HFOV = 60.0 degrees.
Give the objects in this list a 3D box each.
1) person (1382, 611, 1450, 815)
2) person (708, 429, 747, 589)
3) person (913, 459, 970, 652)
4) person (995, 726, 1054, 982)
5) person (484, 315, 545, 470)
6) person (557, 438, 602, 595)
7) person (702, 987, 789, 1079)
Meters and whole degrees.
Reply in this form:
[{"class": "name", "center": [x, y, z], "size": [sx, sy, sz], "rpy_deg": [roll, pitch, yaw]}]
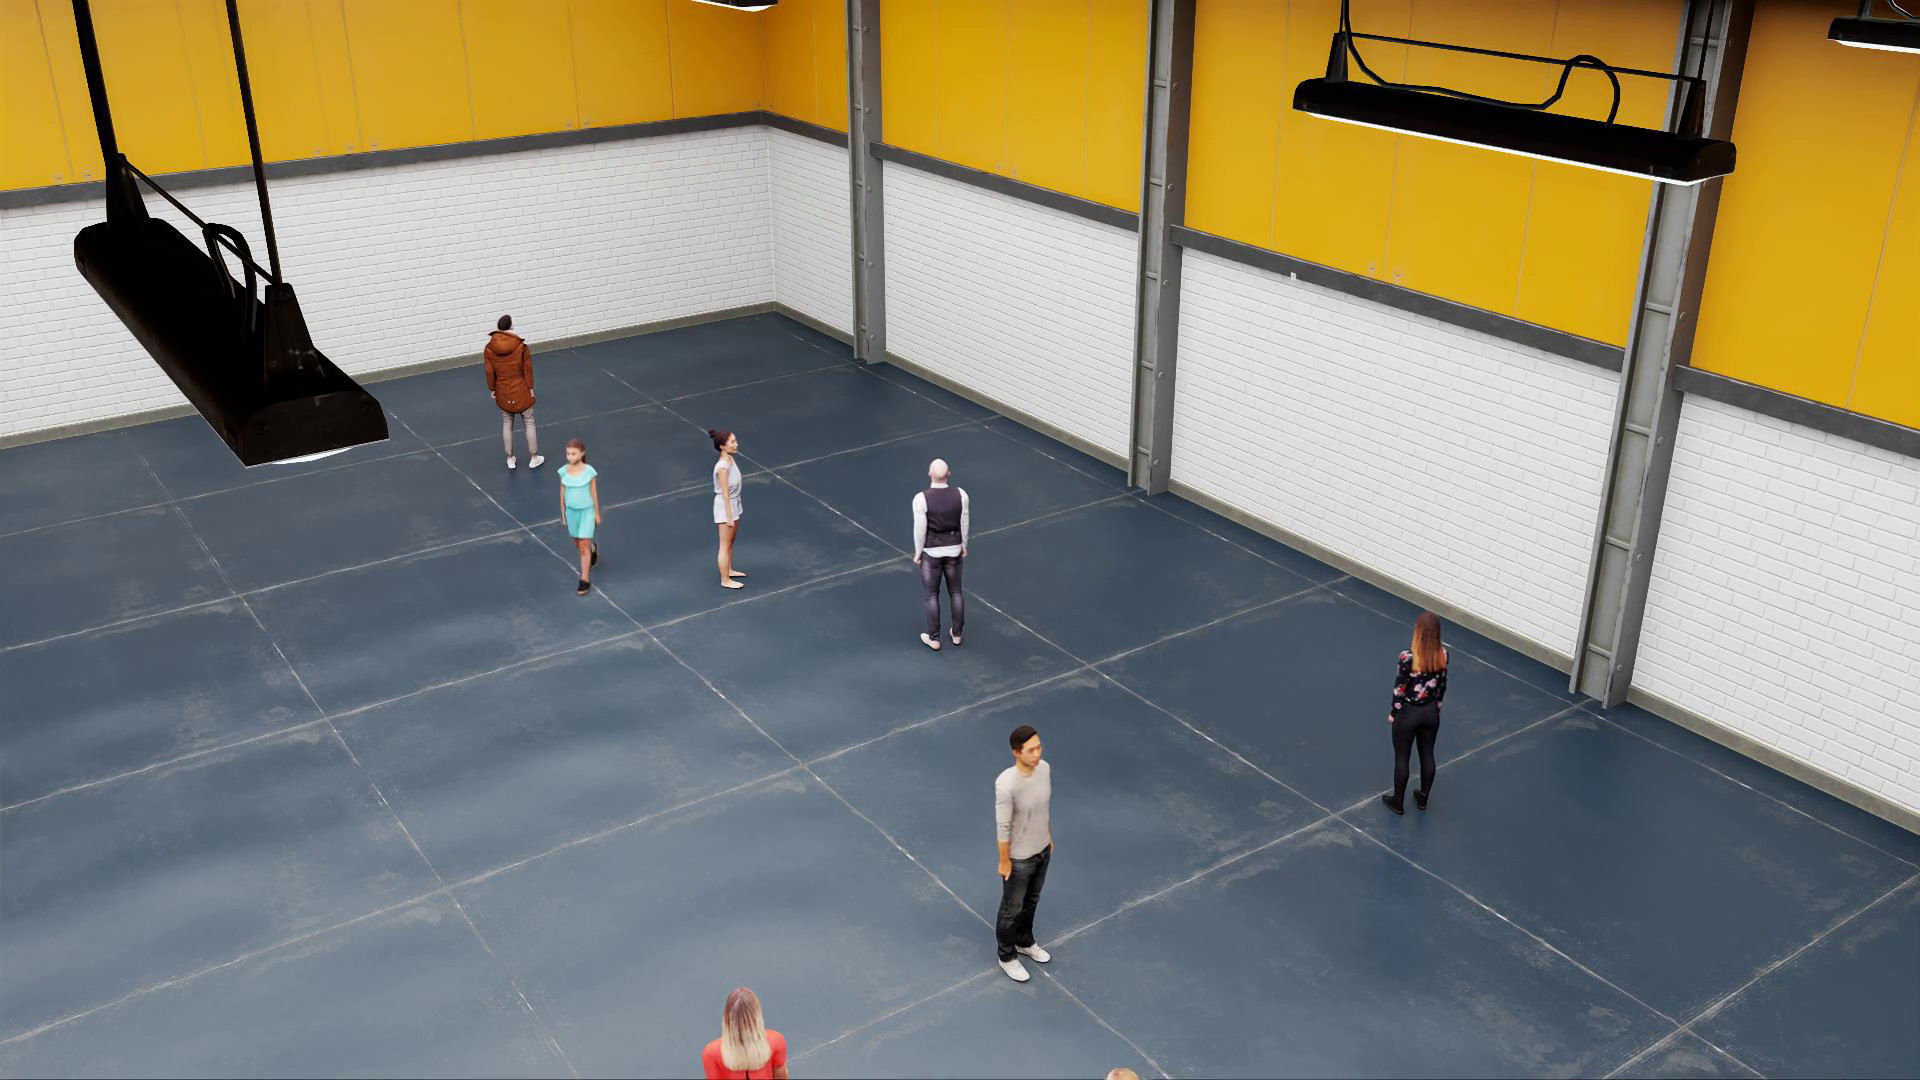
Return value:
[{"class": "person", "center": [3.480, 1.306, 12.640], "size": [0.641, 1.682, 0.630], "rpy_deg": [-5, 24, -11]}, {"class": "person", "center": [-2.299, -0.328, 16.474], "size": [0.710, 1.607, 0.627], "rpy_deg": [0, 24, 1]}, {"class": "person", "center": [-0.175, 0.127, 15.162], "size": [0.748, 1.823, 0.696], "rpy_deg": [-8, 25, -18]}, {"class": "person", "center": [0.408, 2.008, 10.873], "size": [0.633, 1.812, 0.712], "rpy_deg": [19, 30, 36]}, {"class": "person", "center": [-5.203, -1.725, 19.381], "size": [0.842, 1.838, 0.883], "rpy_deg": [0, 24, 1]}, {"class": "person", "center": [-3.731, -0.287, 16.462], "size": [0.942, 1.541, 1.026], "rpy_deg": [3, 24, 6]}, {"class": "person", "center": [-1.097, 3.038, 8.663], "size": [0.650, 1.694, 0.622], "rpy_deg": [-7, 25, -16]}]
